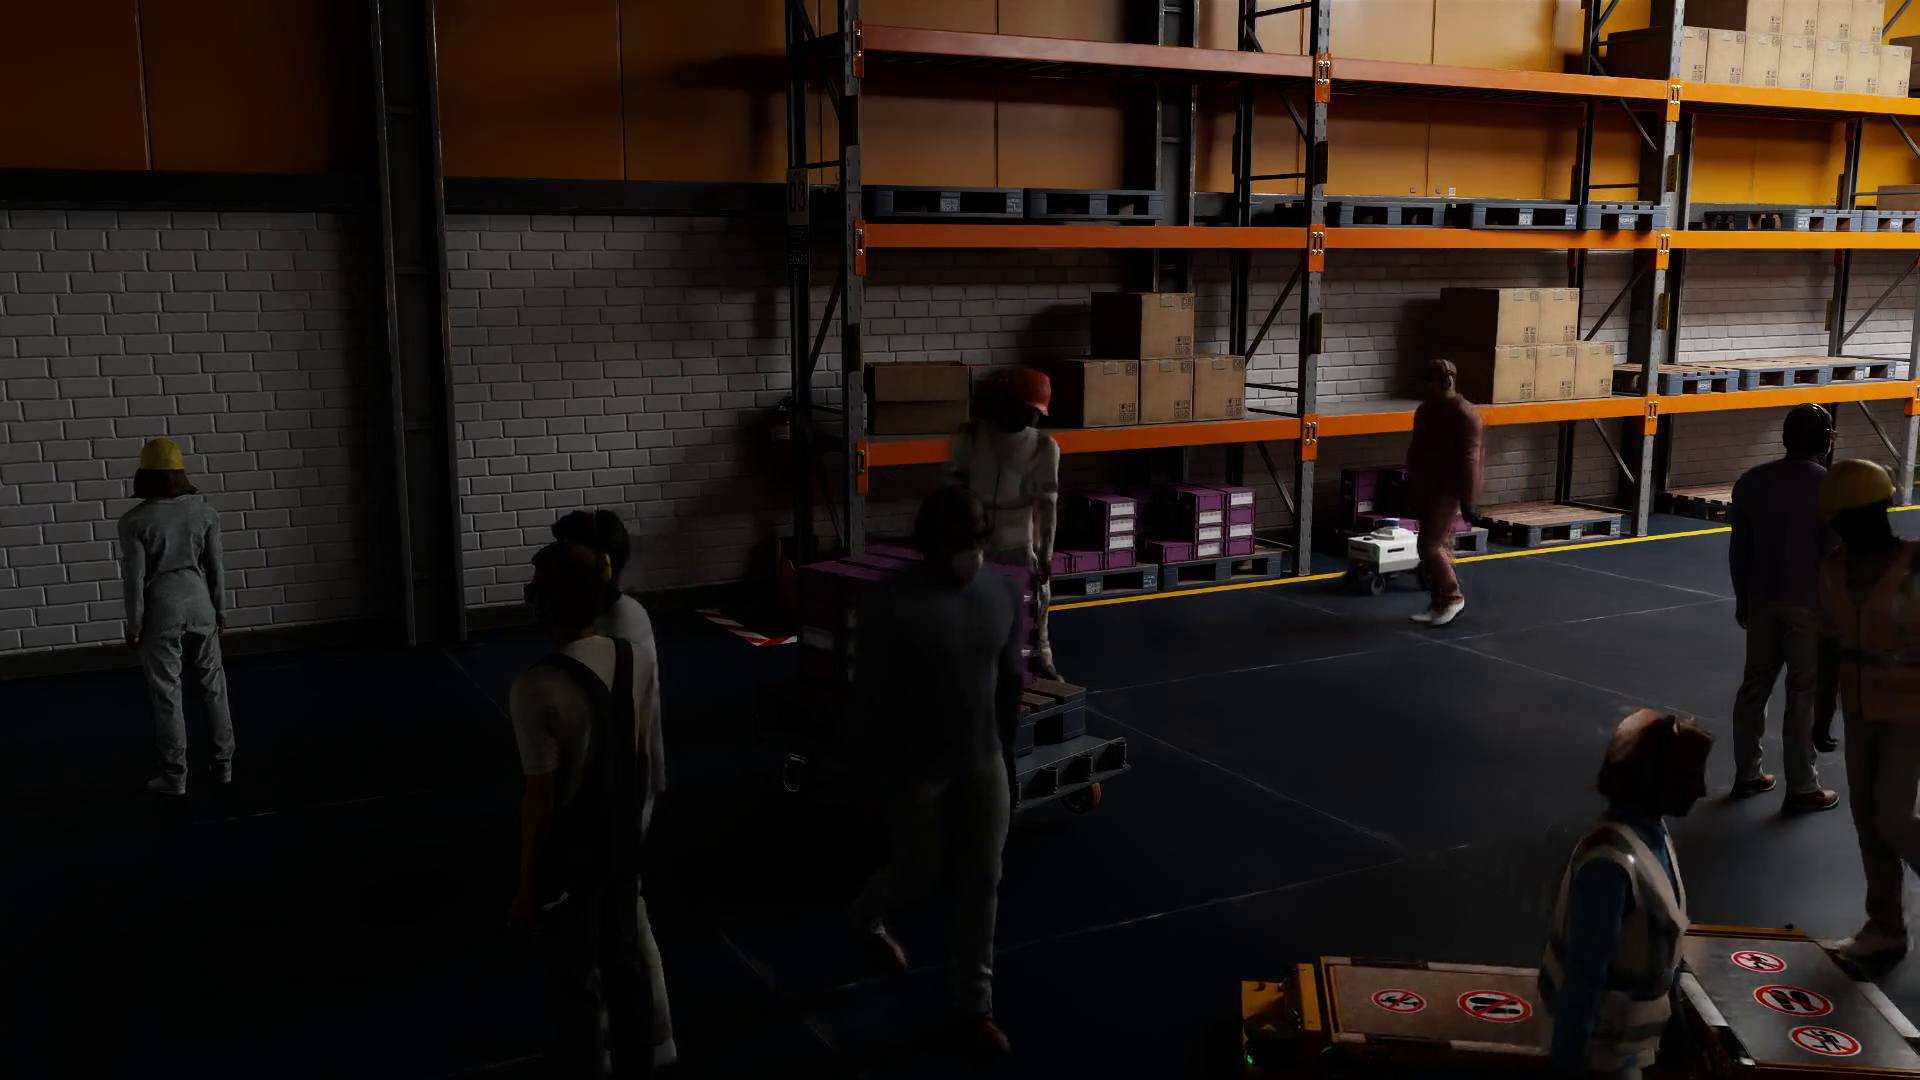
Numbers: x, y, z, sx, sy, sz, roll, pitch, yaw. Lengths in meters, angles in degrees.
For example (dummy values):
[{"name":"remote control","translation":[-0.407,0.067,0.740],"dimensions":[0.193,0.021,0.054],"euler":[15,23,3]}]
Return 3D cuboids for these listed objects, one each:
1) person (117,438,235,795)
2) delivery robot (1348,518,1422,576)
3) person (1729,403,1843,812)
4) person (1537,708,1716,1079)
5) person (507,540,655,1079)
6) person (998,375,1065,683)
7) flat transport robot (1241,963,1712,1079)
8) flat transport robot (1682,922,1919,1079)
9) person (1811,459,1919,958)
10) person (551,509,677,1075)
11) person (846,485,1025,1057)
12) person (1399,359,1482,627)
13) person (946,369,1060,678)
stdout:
[{"name":"person","translation":[-3.856,0.371,8.161],"dimensions":[0.322,1.742,0.493],"euler":[8,13,40]},{"name":"delivery robot","translation":[3.380,0.072,13.034],"dimensions":[0.707,0.478,0.477],"euler":[-6,12,-31]},{"name":"person","translation":[3.957,0.316,7.917],"dimensions":[0.373,1.940,0.627],"euler":[-6,11,-30]},{"name":"person","translation":[1.610,1.186,3.851],"dimensions":[0.840,1.594,0.525],"euler":[5,11,29]},{"name":"person","translation":[-1.085,0.912,4.756],"dimensions":[0.345,1.846,0.506],"euler":[5,11,28]},{"name":"person","translation":[0.381,-0.018,9.873],"dimensions":[0.401,1.941,0.701],"euler":[4,10,20]},{"name":"flat transport robot","translation":[1.637,1.592,5.371],"dimensions":[1.431,0.197,0.652],"euler":[2,10,9]},{"name":"flat transport robot","translation":[2.701,1.571,5.488],"dimensions":[0.652,0.197,1.431],"euler":[1,10,8]},{"name":"person","translation":[3.462,0.637,6.231],"dimensions":[0.566,1.876,0.651],"euler":[-3,10,-16]},{"name":"person","translation":[-1.144,0.820,5.282],"dimensions":[0.505,1.844,0.546],"euler":[-2,10,-14]},{"name":"person","translation":[-0.116,0.733,5.618],"dimensions":[0.668,1.911,0.733],"euler":[-6,12,-31]},{"name":"person","translation":[3.367,-0.327,11.762],"dimensions":[0.447,1.893,0.641],"euler":[-2,10,-13]},{"name":"person","translation":[0.239,0.020,9.504],"dimensions":[0.726,1.989,0.420],"euler":[1,10,8]}]
